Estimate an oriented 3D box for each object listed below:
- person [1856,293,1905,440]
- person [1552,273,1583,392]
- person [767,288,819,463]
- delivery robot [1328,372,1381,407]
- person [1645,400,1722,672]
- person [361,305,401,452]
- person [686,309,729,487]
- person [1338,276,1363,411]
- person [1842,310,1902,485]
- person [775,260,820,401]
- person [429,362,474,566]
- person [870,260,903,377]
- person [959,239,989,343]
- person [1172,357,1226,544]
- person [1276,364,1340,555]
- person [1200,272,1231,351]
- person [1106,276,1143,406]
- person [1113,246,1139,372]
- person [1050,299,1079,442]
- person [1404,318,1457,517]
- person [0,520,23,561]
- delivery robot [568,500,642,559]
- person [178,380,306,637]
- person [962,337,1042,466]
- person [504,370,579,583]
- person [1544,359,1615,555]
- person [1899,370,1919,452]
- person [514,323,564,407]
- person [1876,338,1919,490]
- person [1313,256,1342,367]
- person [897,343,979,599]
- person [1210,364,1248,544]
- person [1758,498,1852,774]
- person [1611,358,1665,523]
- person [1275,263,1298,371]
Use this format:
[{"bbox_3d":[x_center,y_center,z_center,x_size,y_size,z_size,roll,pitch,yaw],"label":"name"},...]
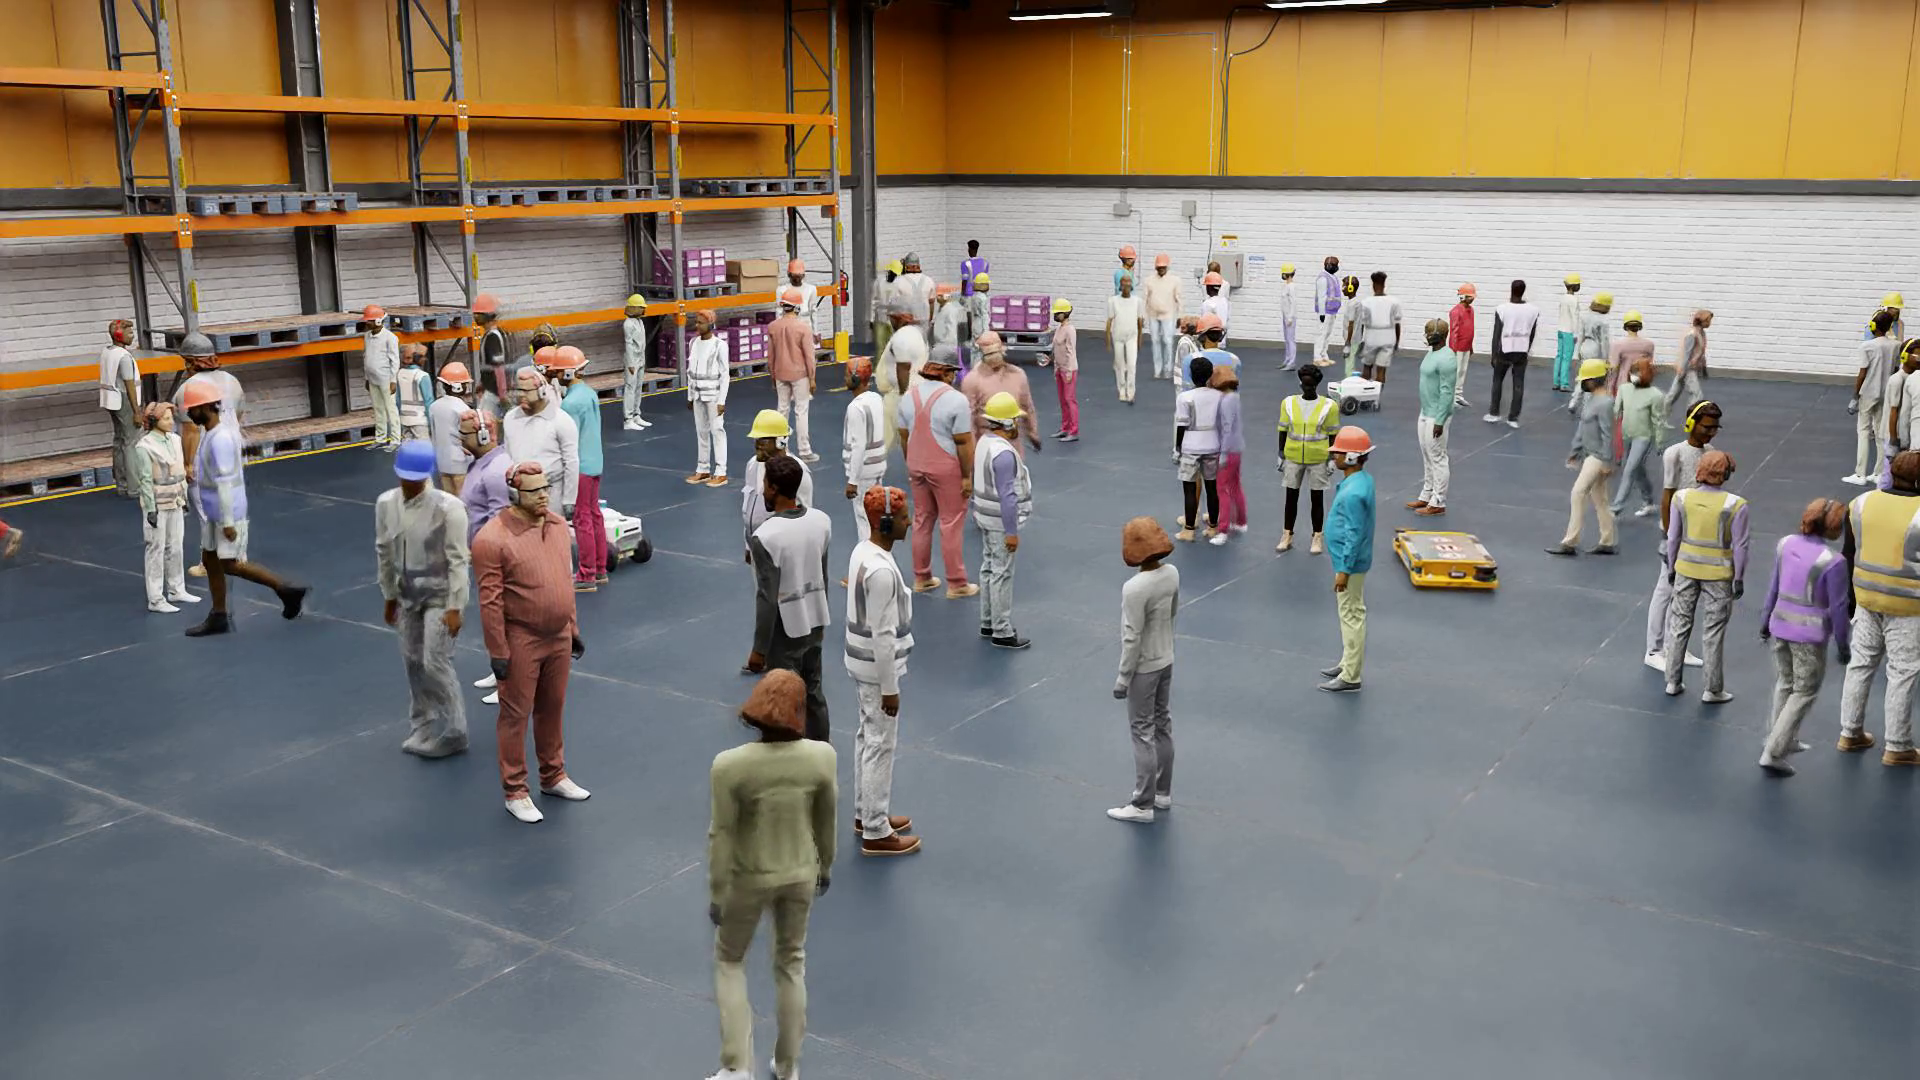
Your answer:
[{"bbox_3d":[11.443,-2.150,20.621,0.585,1.824,0.405,-6,14,-23],"label":"person"},{"bbox_3d":[9.092,-3.096,24.832,0.306,1.772,0.525,-1,13,-5],"label":"person"},{"bbox_3d":[-1.911,-1.877,19.046,0.610,1.996,0.379,6,14,26],"label":"person"},{"bbox_3d":[5.406,-2.060,22.792,0.707,0.478,0.477,-5,14,-22],"label":"delivery robot"},{"bbox_3d":[4.949,-0.030,11.328,0.517,1.865,0.328,-9,16,-33],"label":"person"},{"bbox_3d":[-6.906,-1.924,19.798,0.560,1.744,0.332,8,15,31],"label":"person"},{"bbox_3d":[-2.697,-1.514,17.715,0.575,1.885,0.355,10,16,37],"label":"person"},{"bbox_3d":[5.403,-2.704,22.959,0.340,1.857,0.519,4,14,18],"label":"person"},{"bbox_3d":[9.755,-1.517,17.765,0.530,1.869,0.311,-2,13,-9],"label":"person"},{"bbox_3d":[-2.324,-2.989,23.844,0.632,2.023,0.514,-5,14,-20],"label":"person"},{"bbox_3d":[-4.282,-0.648,14.245,0.568,1.751,0.329,11,17,39],"label":"person"},{"bbox_3d":[-1.173,-3.458,26.169,0.771,1.874,0.411,4,14,16],"label":"person"},{"bbox_3d":[0.255,-4.566,30.772,0.603,1.967,0.366,-9,16,-33],"label":"person"},{"bbox_3d":[2.170,-0.815,15.094,0.541,1.696,0.316,-5,14,-22],"label":"person"},{"bbox_3d":[3.051,-0.712,14.647,0.539,1.695,0.318,6,14,23],"label":"person"},{"bbox_3d":[3.416,-2.663,22.584,0.371,1.935,0.551,12,18,43],"label":"person"},{"bbox_3d":[2.320,-2.806,23.495,0.524,1.797,0.944,0,13,2],"label":"person"},{"bbox_3d":[2.714,-3.765,27.131,0.391,2.040,0.614,5,14,21],"label":"person"},{"bbox_3d":[1.272,-2.093,20.514,0.350,1.759,0.522,-4,14,-17],"label":"person"},{"bbox_3d":[4.621,-1.197,16.225,0.368,1.937,0.633,0,13,0],"label":"person"},{"bbox_3d":[-8.310,-0.676,13.861,0.584,1.972,0.636,-6,14,-25],"label":"person"},{"bbox_3d":[-3.079,-0.098,14.280,0.707,0.478,0.477,8,15,32],"label":"delivery robot"},{"bbox_3d":[-5.288,-0.230,12.137,0.764,1.901,0.547,-7,15,-28],"label":"person"},{"bbox_3d":[0.372,-0.936,15.260,0.715,1.866,0.646,-6,14,-26],"label":"person"},{"bbox_3d":[-3.175,-0.329,12.525,0.642,1.909,0.399,5,14,21],"label":"person"},{"bbox_3d":[5.454,-0.716,14.572,0.735,1.739,0.538,2,13,8],"label":"person"},{"bbox_3d":[8.675,-0.840,14.744,0.402,1.906,0.652,-8,15,-32],"label":"person"},{"bbox_3d":[-3.880,-1.082,15.723,0.630,1.940,0.372,4,13,15],"label":"person"},{"bbox_3d":[8.511,-0.897,15.082,0.314,1.864,0.533,10,16,37],"label":"person"},{"bbox_3d":[6.161,-3.827,27.863,0.429,1.836,0.628,8,15,30],"label":"person"},{"bbox_3d":[-0.136,-0.567,13.266,0.682,2.000,0.536,11,17,38],"label":"person"},{"bbox_3d":[2.438,-0.797,15.210,0.329,1.604,0.759,5,14,20],"label":"person"},{"bbox_3d":[4.796,0.537,9.462,0.577,1.598,0.557,-3,13,-14],"label":"person"},{"bbox_3d":[6.504,-0.963,15.994,0.902,1.580,0.487,-6,14,-25],"label":"person"},{"bbox_3d":[5.365,-3.649,27.241,0.329,1.765,0.526,0,13,1],"label":"person"}]
